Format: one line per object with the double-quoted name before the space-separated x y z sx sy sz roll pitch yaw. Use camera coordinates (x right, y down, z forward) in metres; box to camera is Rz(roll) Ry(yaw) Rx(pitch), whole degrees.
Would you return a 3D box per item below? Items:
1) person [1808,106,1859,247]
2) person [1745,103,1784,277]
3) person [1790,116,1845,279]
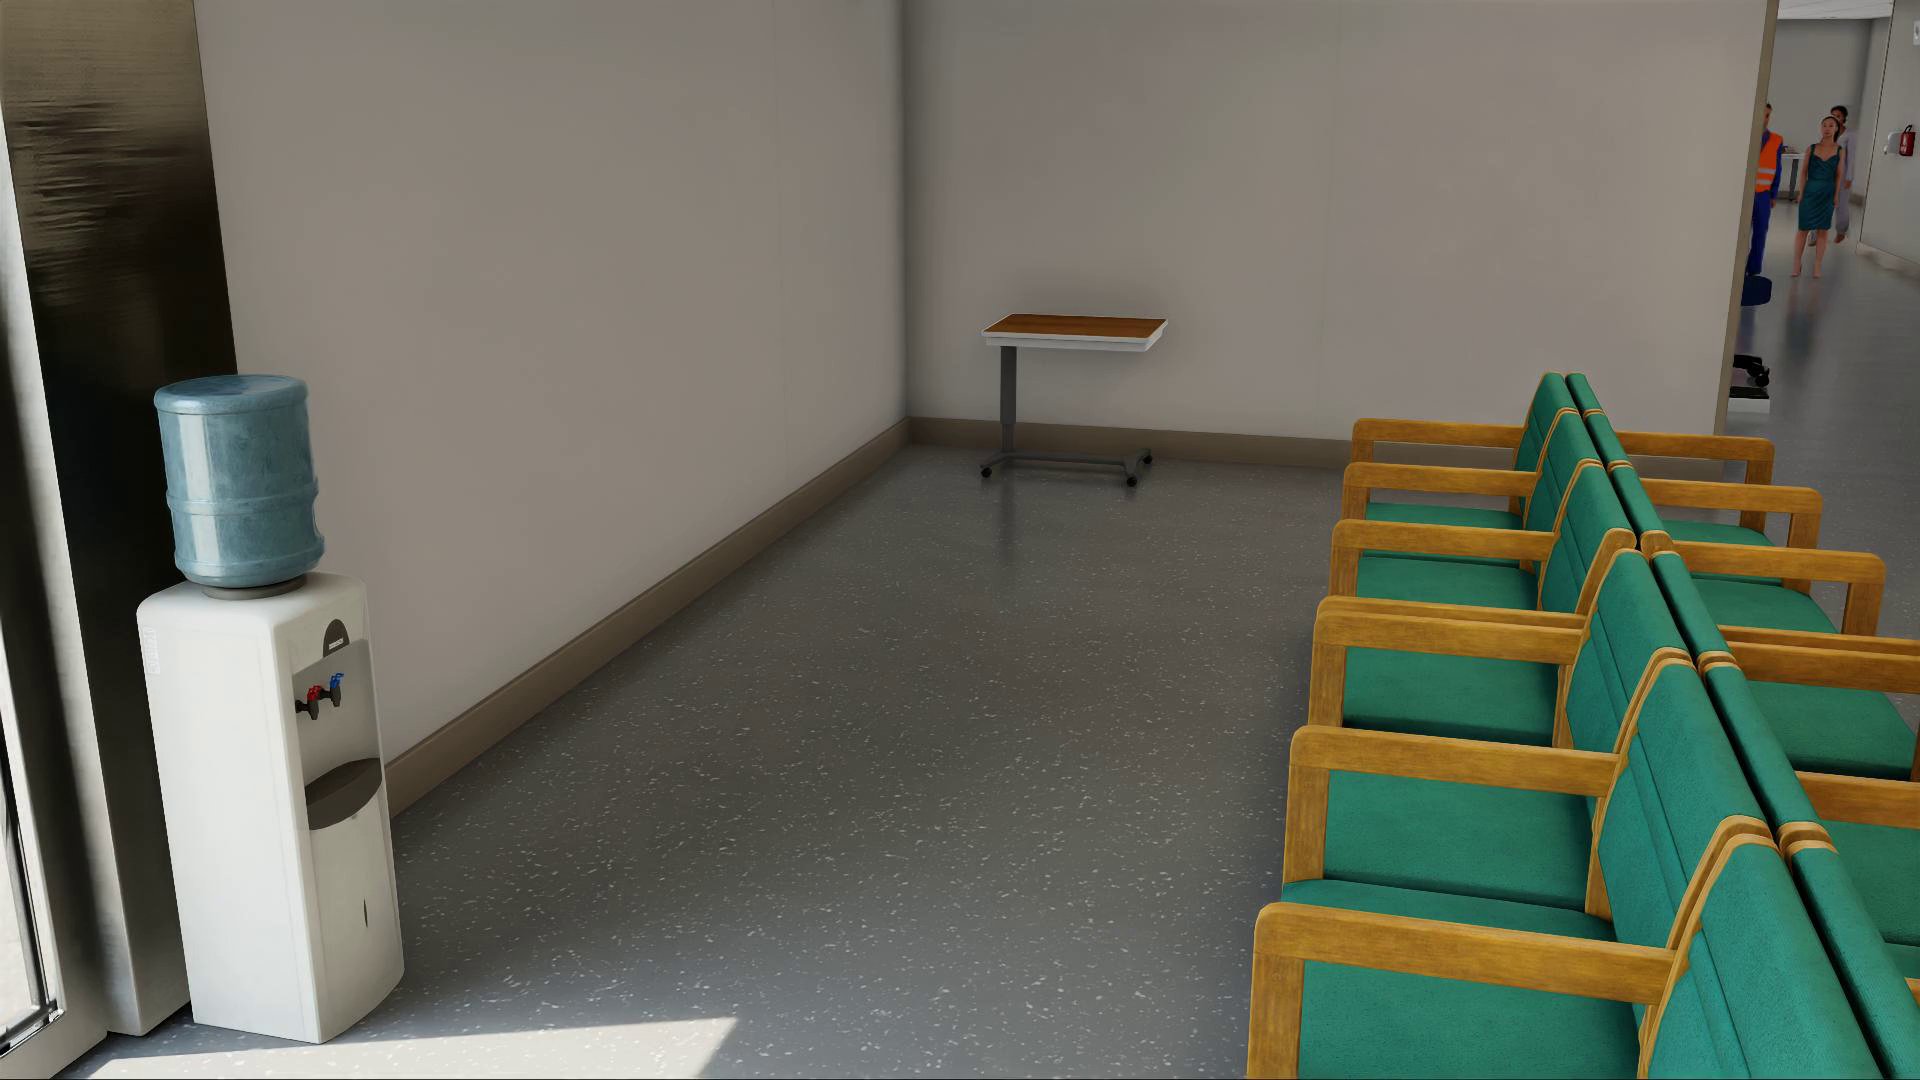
"person" 10.994 -4.543 20.857 1.092 1.707 1.006 15 22 42
"person" 7.928 -3.458 16.760 0.762 1.842 0.764 4 16 13
"person" 9.145 -3.644 17.709 0.491 1.685 0.650 8 18 27
